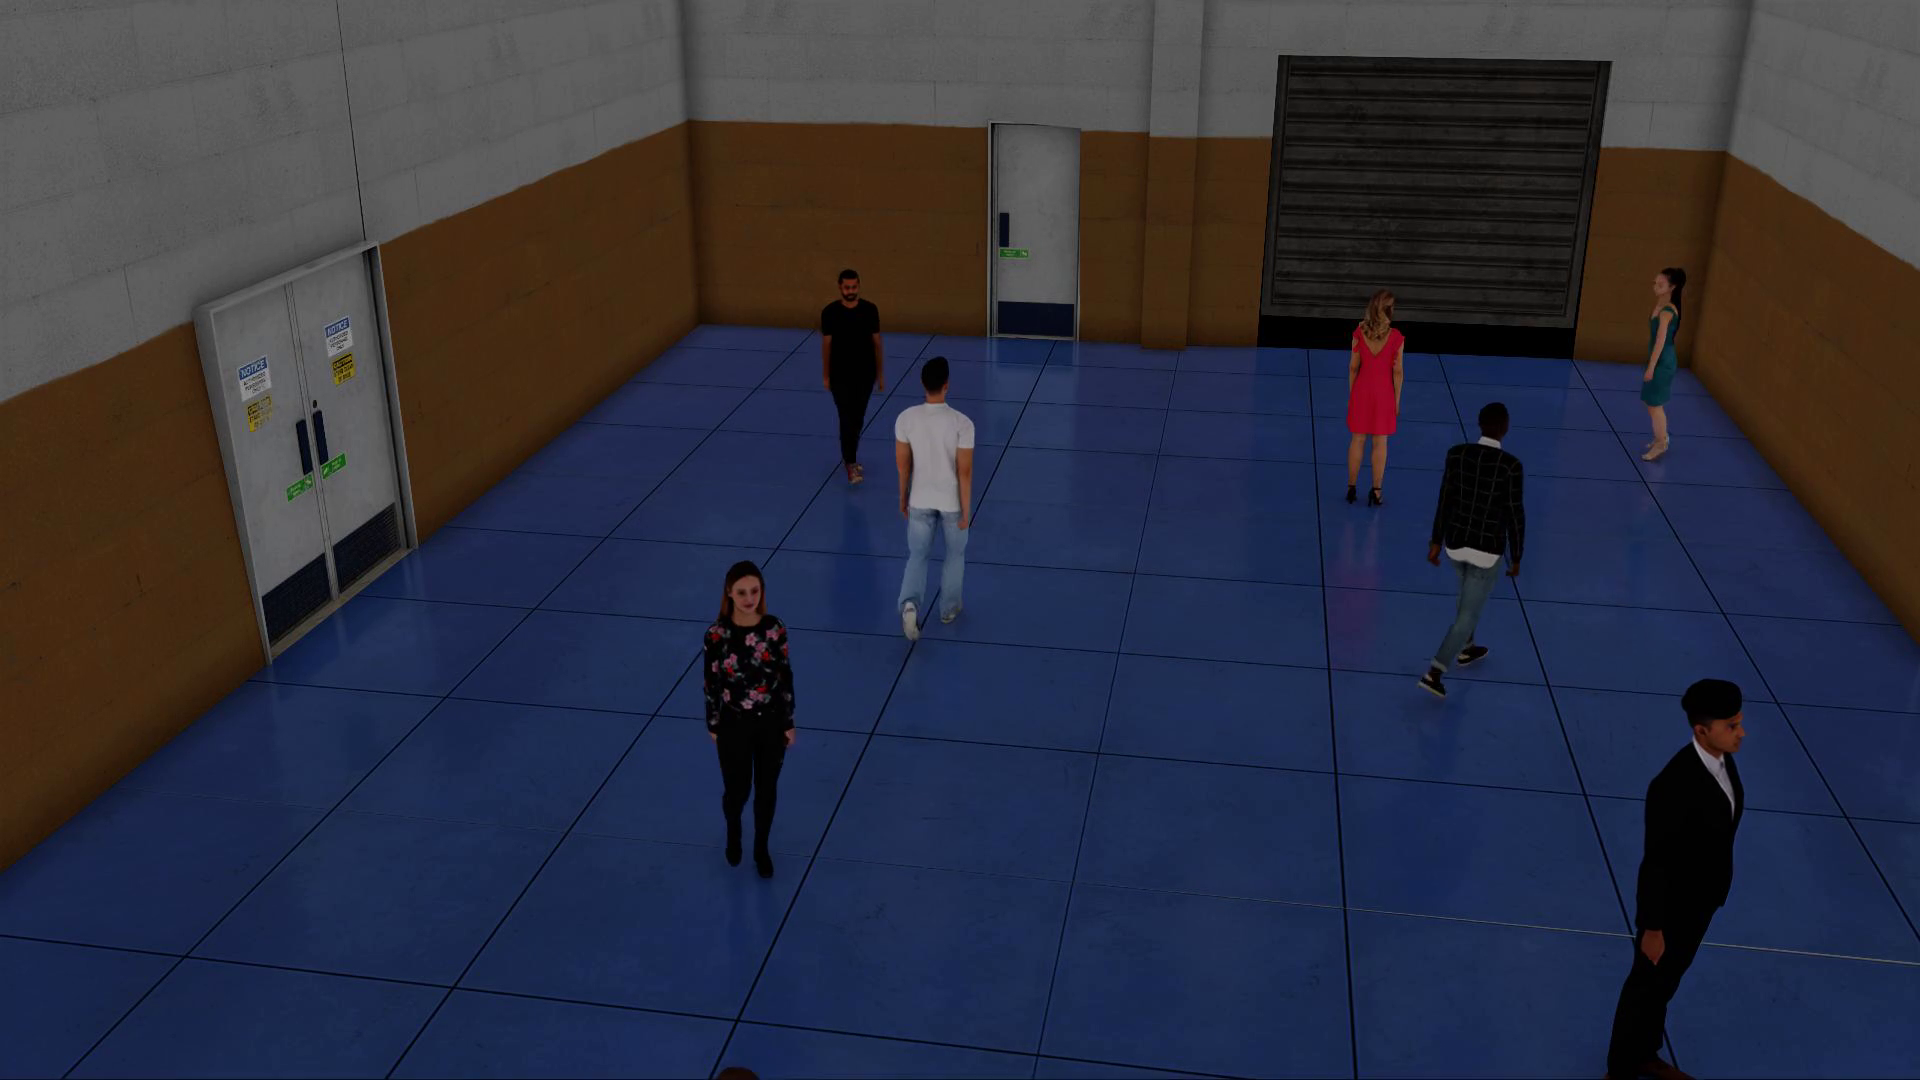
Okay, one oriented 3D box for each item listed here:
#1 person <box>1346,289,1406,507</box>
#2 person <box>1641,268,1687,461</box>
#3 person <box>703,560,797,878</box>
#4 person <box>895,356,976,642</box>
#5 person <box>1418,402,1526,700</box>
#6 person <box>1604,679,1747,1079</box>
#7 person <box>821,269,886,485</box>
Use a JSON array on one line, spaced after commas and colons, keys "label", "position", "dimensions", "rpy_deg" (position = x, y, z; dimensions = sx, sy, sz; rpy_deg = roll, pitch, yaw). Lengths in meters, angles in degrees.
[{"label": "person", "position": [3.227, -1.117, 13.016], "dimensions": [0.580, 1.728, 0.700], "rpy_deg": [12, 25, 27]}, {"label": "person", "position": [5.913, -1.450, 13.939], "dimensions": [0.606, 1.657, 0.656], "rpy_deg": [12, 25, 28]}, {"label": "person", "position": [-1.041, 0.857, 8.175], "dimensions": [0.669, 1.674, 0.749], "rpy_deg": [-7, 23, -18]}, {"label": "person", "position": [-0.170, -0.239, 10.677], "dimensions": [0.986, 1.842, 0.780], "rpy_deg": [6, 23, 14]}, {"label": "person", "position": [3.023, 0.093, 9.924], "dimensions": [1.192, 1.787, 1.241], "rpy_deg": [-20, 30, -41]}, {"label": "person", "position": [2.822, 1.392, 6.562], "dimensions": [0.772, 1.884, 0.771], "rpy_deg": [20, 29, 40]}, {"label": "person", "position": [-0.902, -1.370, 13.646], "dimensions": [1.016, 1.727, 0.977], "rpy_deg": [-8, 23, -19]}]
